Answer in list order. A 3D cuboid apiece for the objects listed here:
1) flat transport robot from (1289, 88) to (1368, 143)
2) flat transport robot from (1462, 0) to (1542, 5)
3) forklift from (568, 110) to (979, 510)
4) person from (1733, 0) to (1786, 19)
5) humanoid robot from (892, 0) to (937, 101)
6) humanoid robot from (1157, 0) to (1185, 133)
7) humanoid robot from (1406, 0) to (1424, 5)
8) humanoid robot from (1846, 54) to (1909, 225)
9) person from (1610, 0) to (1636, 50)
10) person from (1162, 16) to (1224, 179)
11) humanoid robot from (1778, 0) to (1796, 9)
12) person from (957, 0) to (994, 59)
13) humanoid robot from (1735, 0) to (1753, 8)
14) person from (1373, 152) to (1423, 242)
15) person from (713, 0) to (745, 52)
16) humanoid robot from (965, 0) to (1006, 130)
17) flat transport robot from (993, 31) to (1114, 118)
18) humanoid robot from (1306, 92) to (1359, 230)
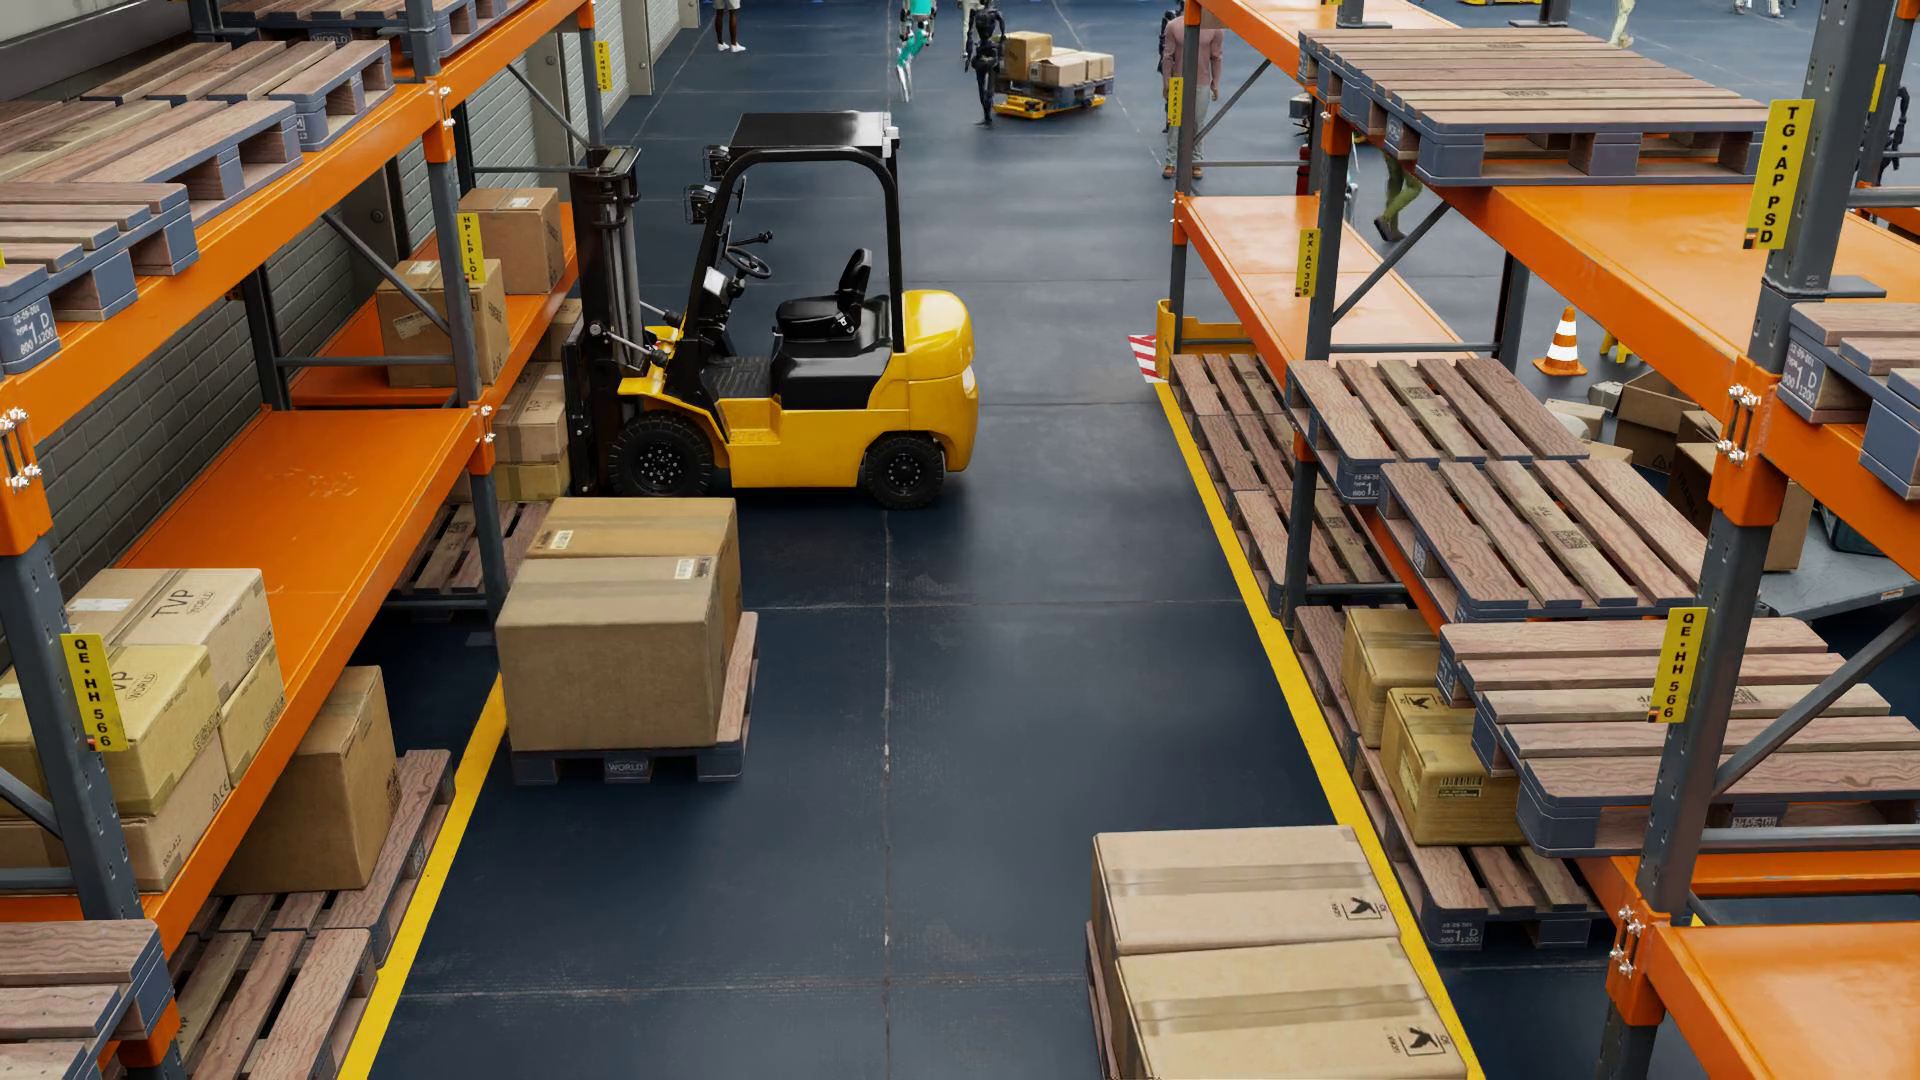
[{"bbox_3d":[4.647,-4.961,19.810,0.659,0.231,1.431,14,29,28],"label":"flat transport robot"},{"bbox_3d":[9.843,-9.884,30.234,1.431,0.231,0.659,-2,25,-3],"label":"flat transport robot"},{"bbox_3d":[-1.043,-1.379,9.976,2.313,2.155,1.214,-1,25,-2],"label":"forklift"},{"bbox_3d":[13.808,-9.841,28.432,0.522,1.729,0.847,-17,30,-31],"label":"person"},{"bbox_3d":[-0.658,-6.518,21.470,0.544,1.848,0.792,-17,30,-32],"label":"humanoid robot"},{"bbox_3d":[2.586,-5.677,19.687,0.590,1.649,0.384,17,30,32],"label":"humanoid robot"},{"bbox_3d":[8.252,-10.497,29.885,0.589,1.646,0.356,9,27,18],"label":"humanoid robot"},{"bbox_3d":[8.382,-3.627,15.337,0.622,1.633,0.378,4,26,8],"label":"humanoid robot"},{"bbox_3d":[10.113,-8.274,24.967,0.920,1.853,0.574,-19,31,-34],"label":"person"},{"bbox_3d":[2.427,-4.780,17.478,0.627,1.936,0.377,4,26,9],"label":"person"},{"bbox_3d":[14.734,-10.266,29.381,0.597,1.650,0.334,19,31,34],"label":"humanoid robot"},{"bbox_3d":[0.229,-7.957,24.414,0.571,1.750,0.329,3,25,6],"label":"person"},{"bbox_3d":[14.015,-10.271,29.371,0.539,1.832,0.660,3,25,6],"label":"humanoid robot"},{"bbox_3d":[3.996,-3.520,15.082,0.516,1.704,0.444,-17,30,-31],"label":"person"},{"bbox_3d":[-3.551,-8.347,25.087,0.555,1.895,0.387,12,28,24],"label":"person"},{"bbox_3d":[0.304,-5.769,19.877,0.600,1.643,0.532,18,31,33],"label":"humanoid robot"},{"bbox_3d":[1.151,-5.577,21.114,0.659,0.231,1.431,22,33,39],"label":"flat transport robot"},{"bbox_3d":[3.551,-3.680,15.490,0.535,1.875,0.689,-18,31,-33],"label":"humanoid robot"}]
